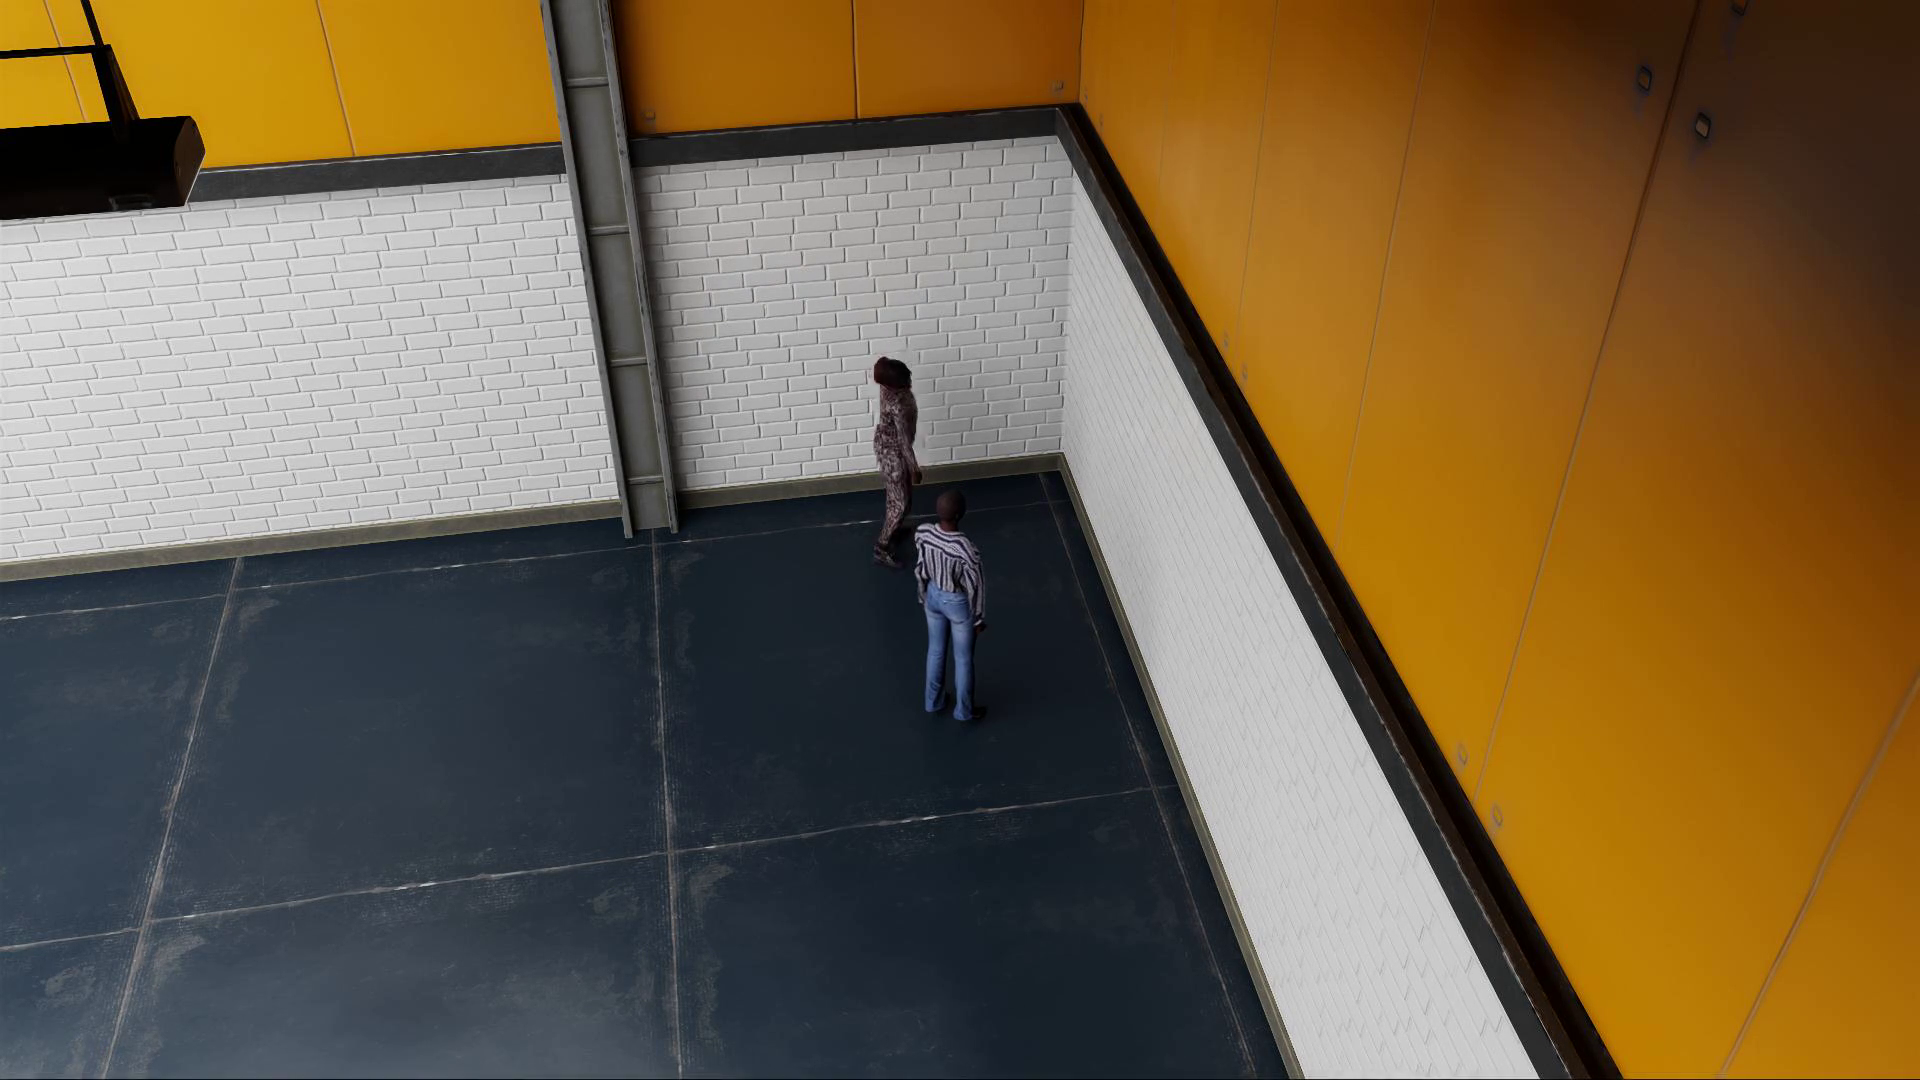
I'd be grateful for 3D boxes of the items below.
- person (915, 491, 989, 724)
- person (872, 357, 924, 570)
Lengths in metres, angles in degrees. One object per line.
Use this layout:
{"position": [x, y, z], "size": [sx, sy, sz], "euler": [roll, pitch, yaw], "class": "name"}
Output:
{"position": [-0.057, 0.432, 10.364], "size": [0.692, 1.795, 0.754], "euler": [24, 44, 27], "class": "person"}
{"position": [-0.461, -0.618, 11.759], "size": [0.671, 1.694, 0.701], "euler": [-21, 43, -24], "class": "person"}
